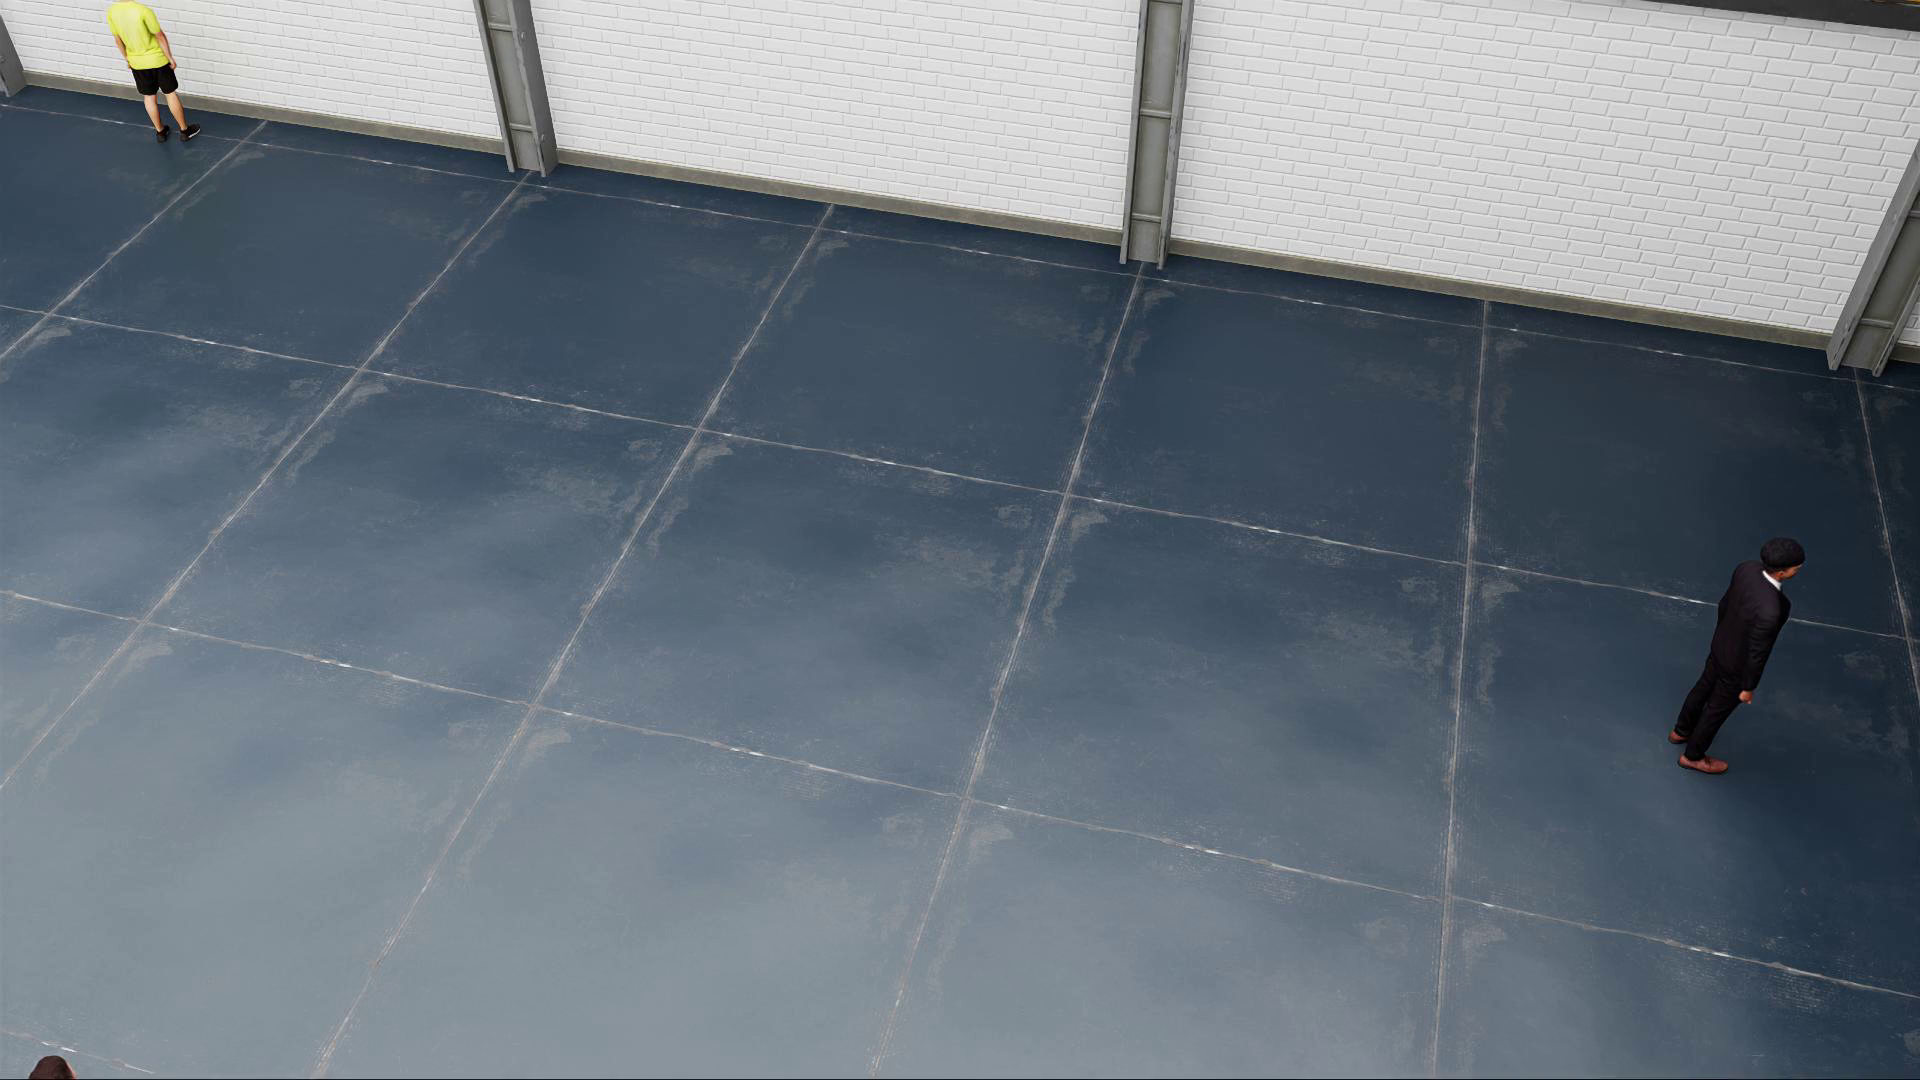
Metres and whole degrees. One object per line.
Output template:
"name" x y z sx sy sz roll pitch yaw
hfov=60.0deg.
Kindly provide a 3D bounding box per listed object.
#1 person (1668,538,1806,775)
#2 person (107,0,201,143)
"person" 4.768 0.696 10.229 0.653 1.884 0.750 0 44 0
"person" -7.792 -4.630 15.947 0.565 1.709 0.742 -1 44 -1
